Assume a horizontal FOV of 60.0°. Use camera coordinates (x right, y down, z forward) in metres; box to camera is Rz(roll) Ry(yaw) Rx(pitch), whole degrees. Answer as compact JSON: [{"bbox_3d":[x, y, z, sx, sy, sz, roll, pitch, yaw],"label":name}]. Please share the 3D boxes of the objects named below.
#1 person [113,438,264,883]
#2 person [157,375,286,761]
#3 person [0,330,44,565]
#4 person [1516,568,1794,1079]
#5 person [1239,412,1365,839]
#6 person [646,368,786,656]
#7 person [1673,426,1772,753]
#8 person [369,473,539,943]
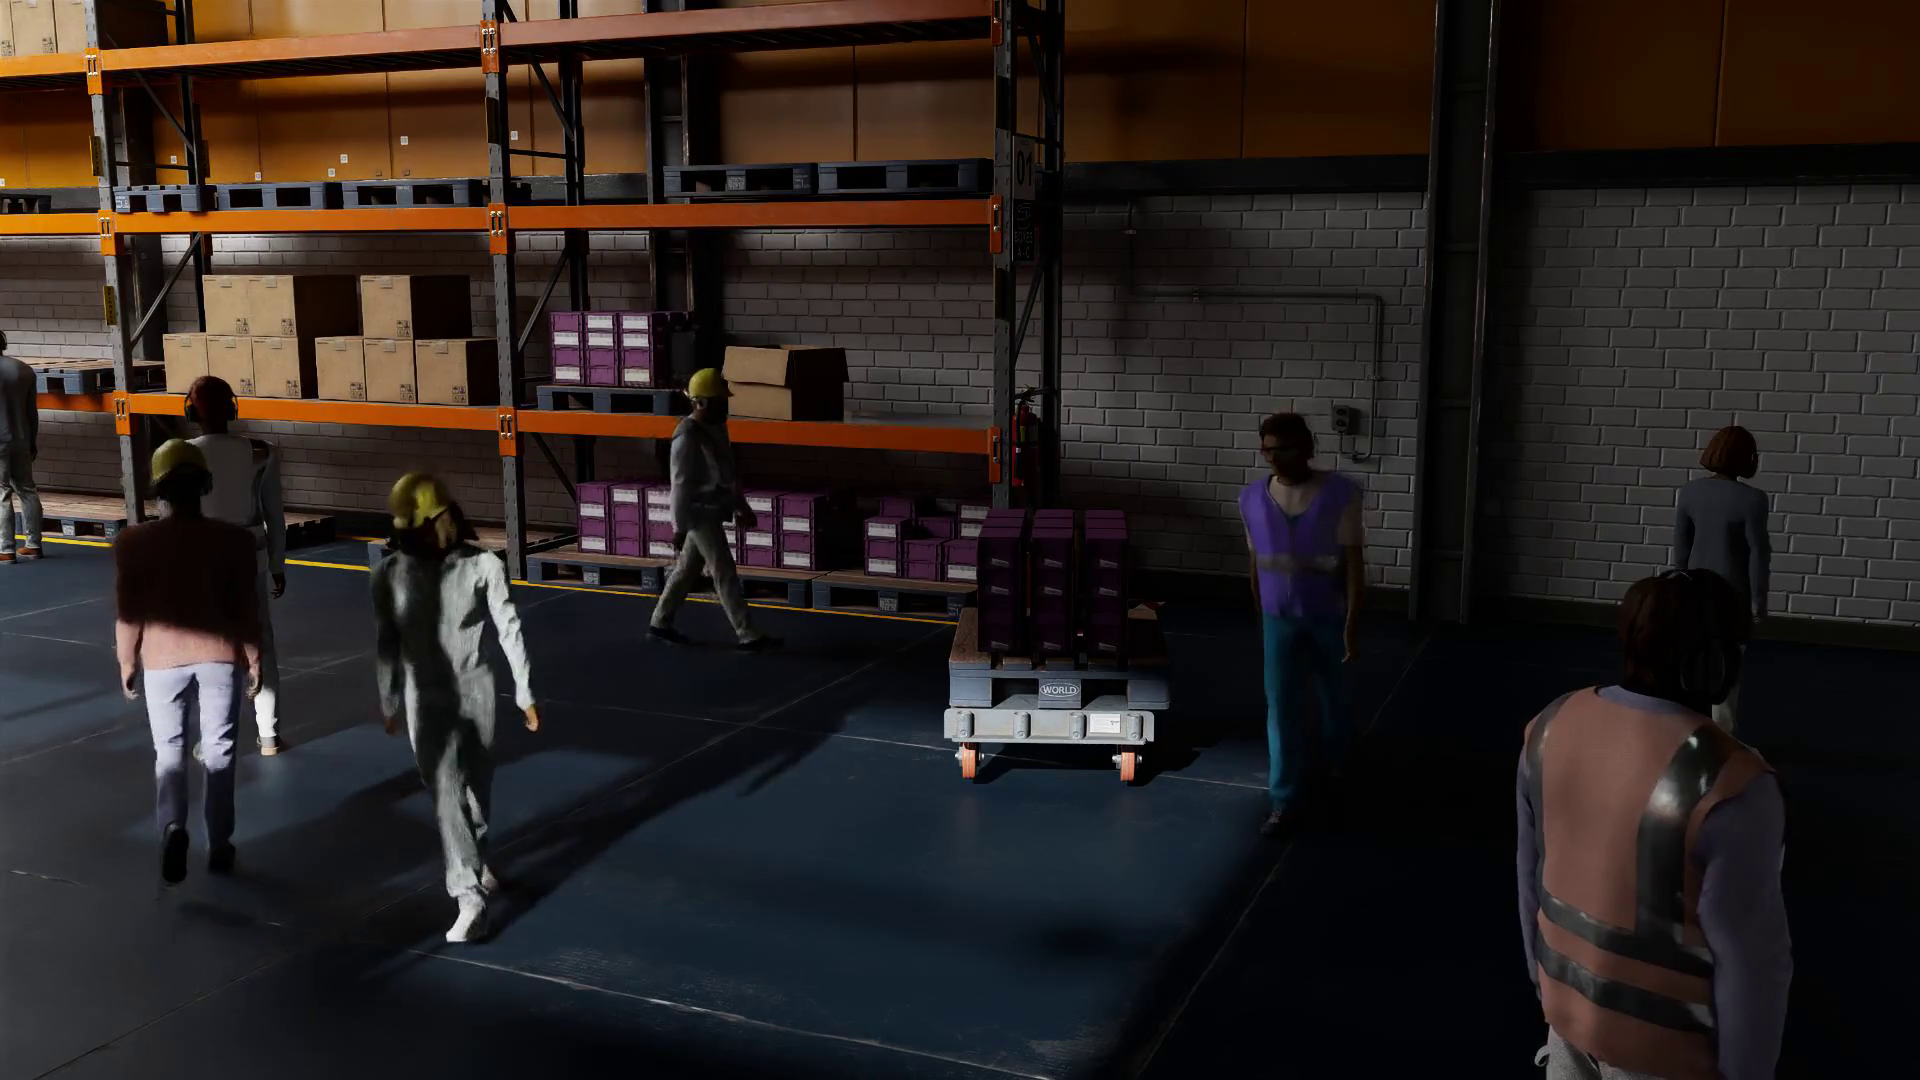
[{"bbox_3d":[-2.980,0.482,6.464,0.536,1.741,0.547,-4,10,-21],"label":"person"},{"bbox_3d":[-3.563,0.146,8.068,0.575,1.884,0.355,-7,12,-36],"label":"person"},{"bbox_3d":[-7.703,-0.766,13.375,0.374,1.936,0.628,4,10,23],"label":"person"},{"bbox_3d":[1.368,0.964,3.293,0.430,1.845,0.624,-3,10,-19],"label":"person"},{"bbox_3d":[1.515,0.319,7.306,0.586,1.794,0.949,4,10,24],"label":"person"},{"bbox_3d":[-1.574,-0.172,10.301,0.954,1.789,0.604,2,10,9],"label":"person"},{"bbox_3d":[3.738,0.254,8.182,0.292,1.637,0.513,-5,11,-28],"label":"person"},{"bbox_3d":[-1.846,0.576,6.093,0.565,1.674,0.872,-3,10,-18],"label":"person"}]
